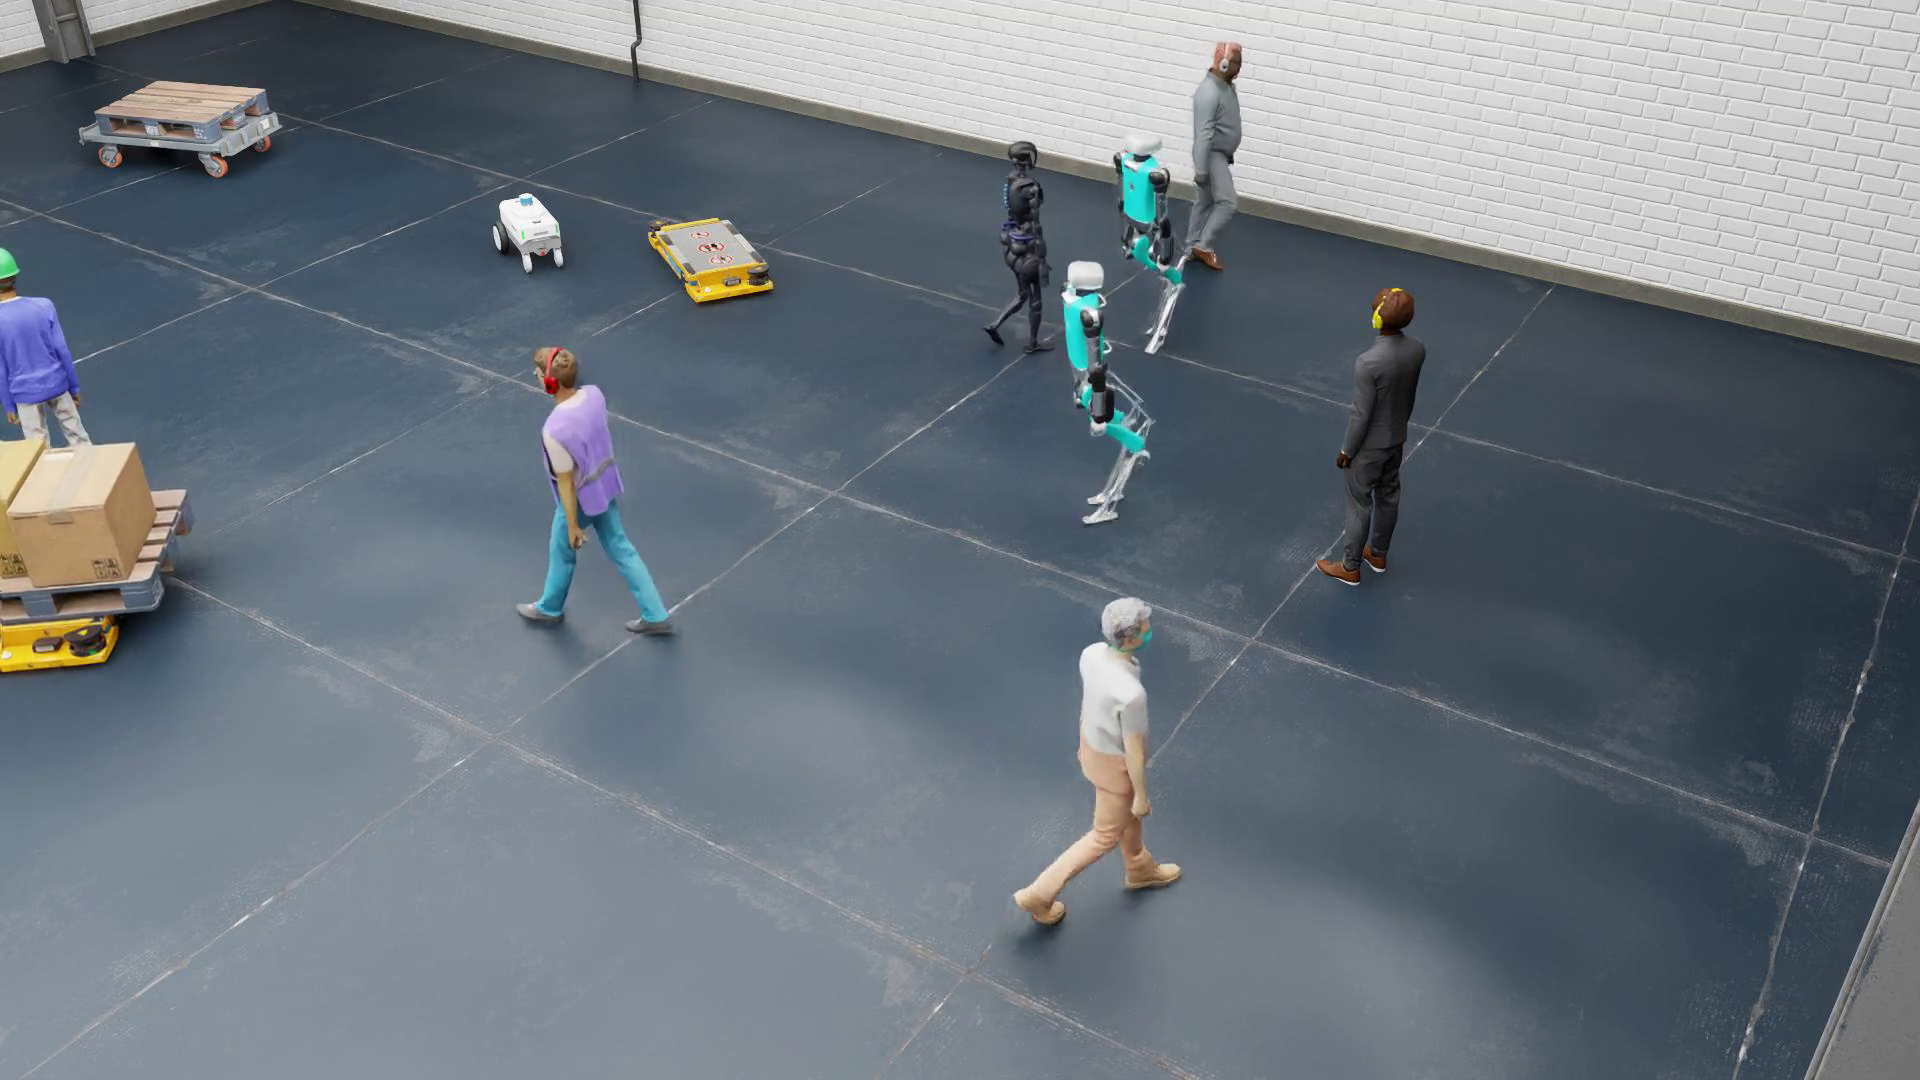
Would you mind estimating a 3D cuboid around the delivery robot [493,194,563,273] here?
[{"bbox_3d":[-3.641,-2.642,14.091,0.499,0.581,0.774,-16,36,-23],"label":"delivery robot"}]

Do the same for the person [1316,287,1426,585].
[{"bbox_3d":[2.415,-0.594,9.697,0.491,1.875,0.357,-20,38,-28],"label":"person"}]

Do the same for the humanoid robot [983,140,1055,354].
[{"bbox_3d":[0.447,-2.150,12.301,0.534,1.643,0.599,-12,35,-18],"label":"humanoid robot"}]

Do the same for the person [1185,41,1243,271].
[{"bbox_3d":[2.122,-3.132,13.628,0.536,1.887,0.668,10,34,15],"label":"person"}]

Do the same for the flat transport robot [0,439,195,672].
[{"bbox_3d":[-5.223,0.277,9.825,0.659,0.231,1.431,-5,33,-8],"label":"flat transport robot"}]

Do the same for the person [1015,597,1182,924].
[{"bbox_3d":[0.645,0.990,7.374,0.818,1.720,0.490,-9,34,-14],"label":"person"}]

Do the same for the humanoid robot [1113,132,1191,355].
[{"bbox_3d":[1.525,-2.207,12.348,0.855,1.784,0.597,-20,38,-29],"label":"humanoid robot"}]

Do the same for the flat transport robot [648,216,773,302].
[{"bbox_3d":[-2.112,-2.384,13.966,0.659,0.231,1.431,-14,35,-20],"label":"flat transport robot"}]

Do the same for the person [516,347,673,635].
[{"bbox_3d":[-2.090,-0.245,9.229,0.961,1.794,0.581,11,34,16],"label":"person"}]

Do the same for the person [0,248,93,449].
[{"bbox_3d":[-5.654,-0.911,10.207,0.375,1.864,0.456,27,42,35],"label":"person"}]

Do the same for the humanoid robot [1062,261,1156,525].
[{"bbox_3d":[0.972,-0.905,10.272,0.737,1.745,0.530,-7,33,-10],"label":"humanoid robot"}]
